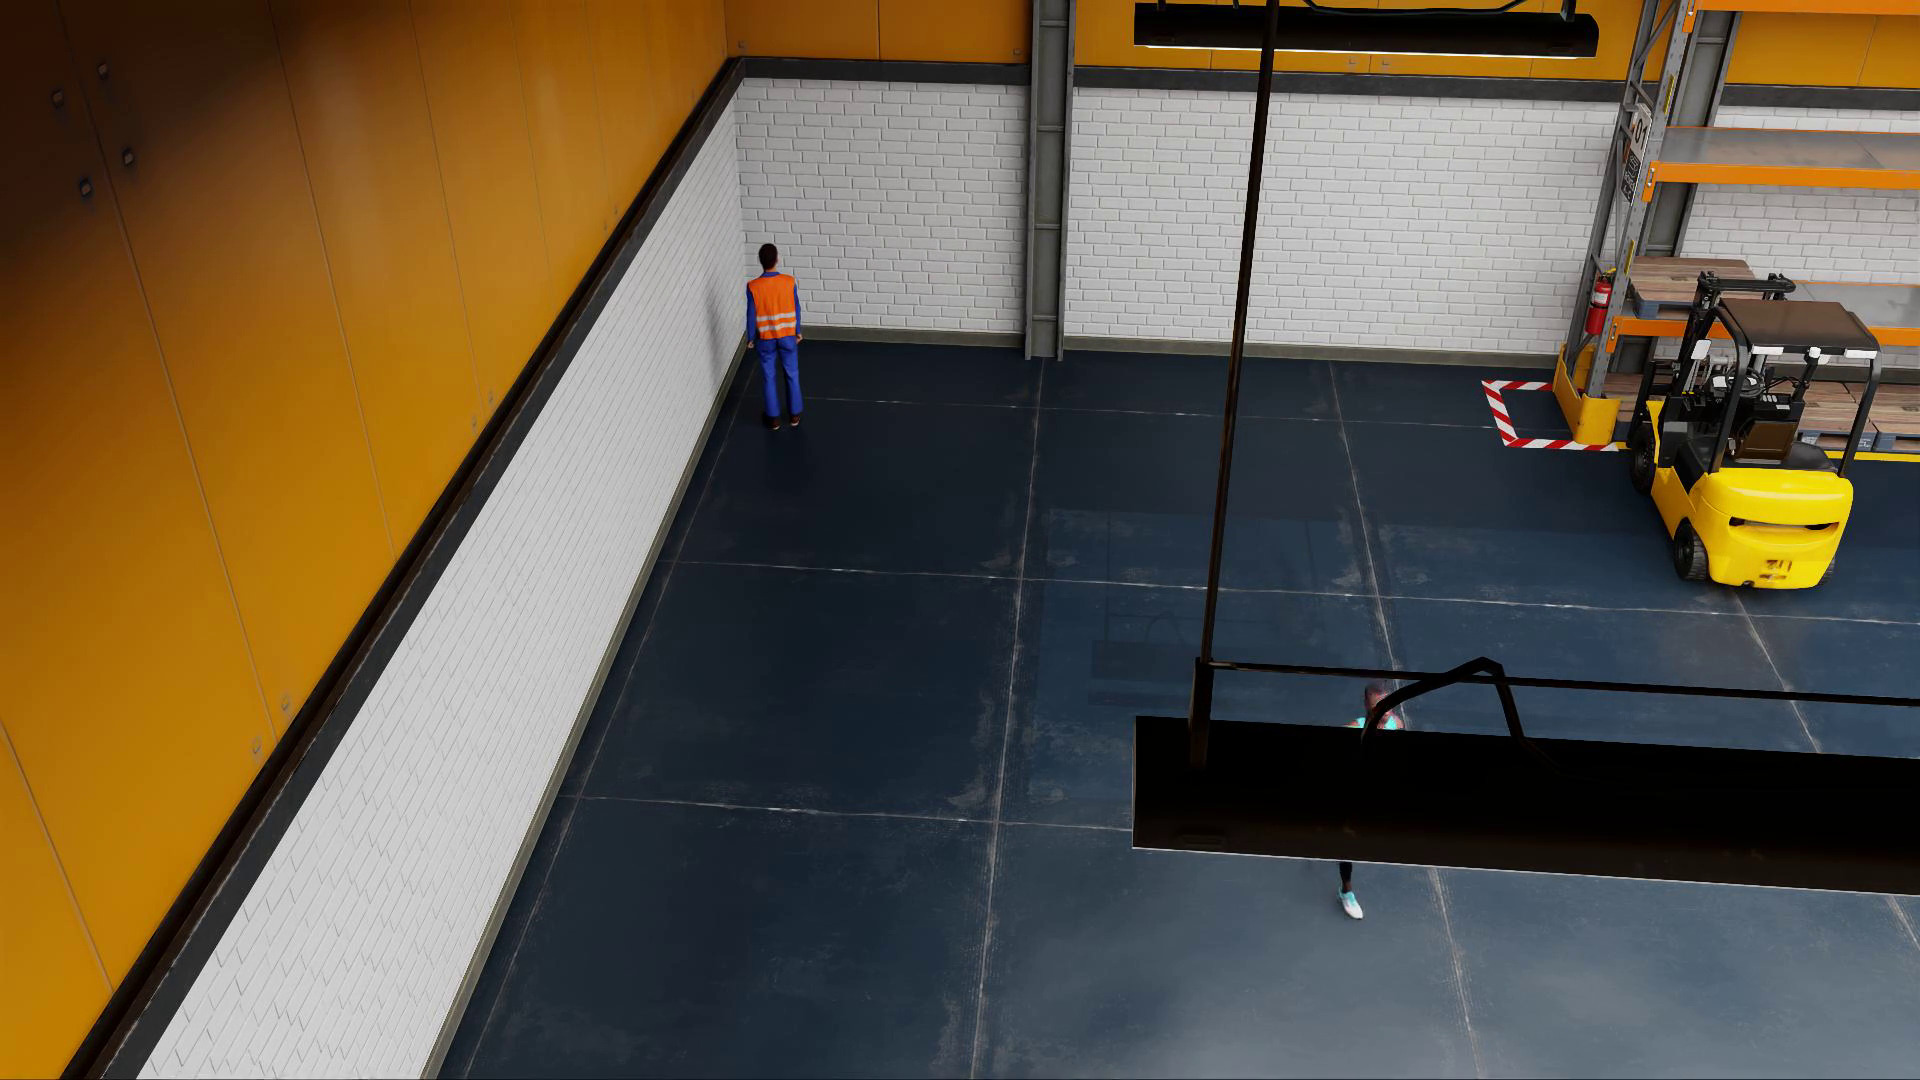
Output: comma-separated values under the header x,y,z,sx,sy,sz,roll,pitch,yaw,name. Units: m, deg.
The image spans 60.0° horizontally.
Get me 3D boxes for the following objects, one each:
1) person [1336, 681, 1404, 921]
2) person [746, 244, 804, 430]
x,y,z,sx,sy,sz,roll,pitch,yaw,name
2.535,1.603,10.638,0.856,1.795,0.838,-9,35,-14,person
-1.769,-1.951,15.925,0.688,1.861,0.838,-10,35,-14,person
